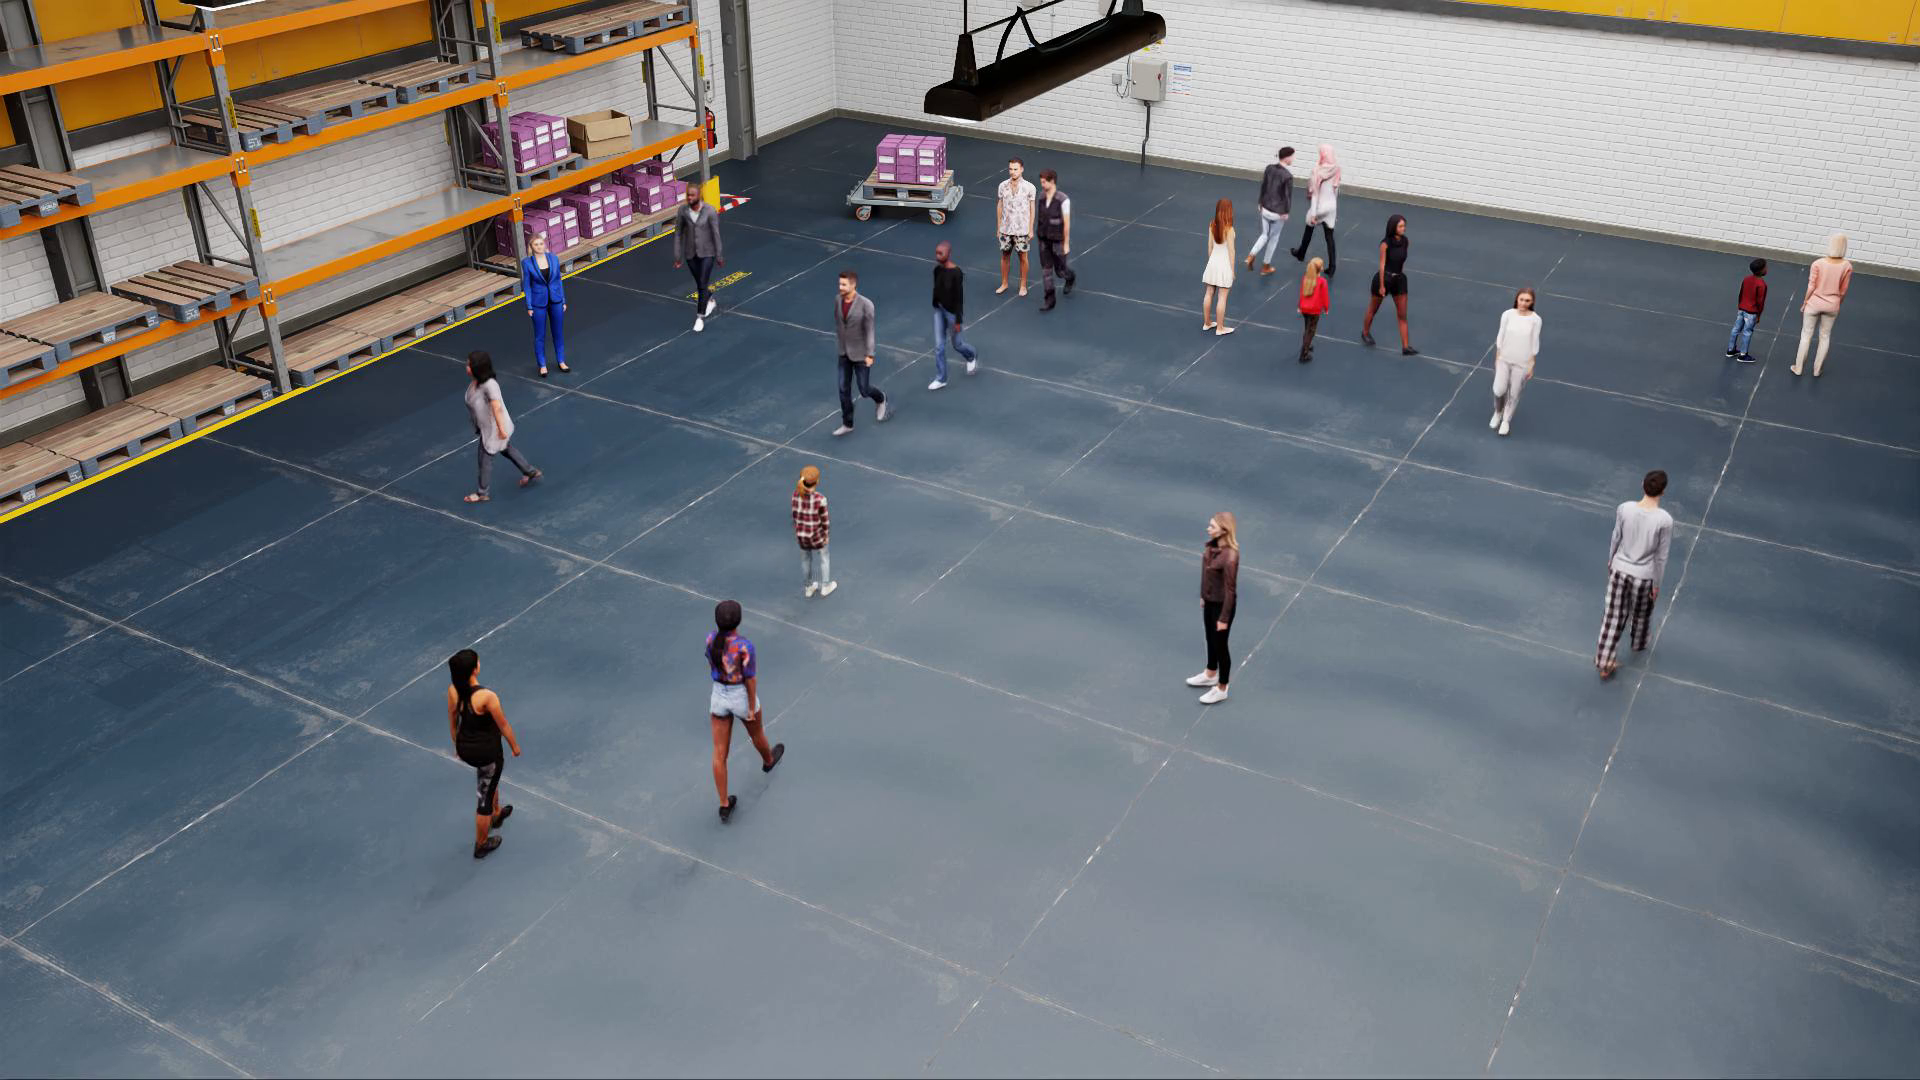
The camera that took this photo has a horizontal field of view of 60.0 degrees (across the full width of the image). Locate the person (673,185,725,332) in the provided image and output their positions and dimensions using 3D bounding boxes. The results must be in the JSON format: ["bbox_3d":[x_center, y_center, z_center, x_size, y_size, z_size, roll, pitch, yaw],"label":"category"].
[{"bbox_3d":[-3.247,-3.599,20.935,0.968,1.772,1.253,6,29,11],"label":"person"}]

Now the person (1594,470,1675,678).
[{"bbox_3d":[5.516,0.320,13.701,0.777,1.819,1.092,22,36,35],"label":"person"}]

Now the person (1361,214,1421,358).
[{"bbox_3d":[5.112,-3.082,20.080,1.190,1.682,1.102,-14,32,-24],"label":"person"}]

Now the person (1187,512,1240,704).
[{"bbox_3d":[2.101,0.525,13.446,0.733,1.703,0.657,-5,29,-10],"label":"person"}]

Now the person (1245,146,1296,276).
[{"bbox_3d":[4.171,-4.387,22.337,0.918,1.813,0.847,-24,37,-37],"label":"person"}]

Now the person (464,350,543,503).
[{"bbox_3d":[-4.620,-1.182,16.712,1.136,1.574,1.012,-11,31,-20],"label":"person"}]

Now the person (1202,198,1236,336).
[{"bbox_3d":[3.225,-3.403,20.638,0.635,1.712,0.626,-21,35,-33],"label":"person"}]

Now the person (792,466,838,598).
[{"bbox_3d":[-1.364,-0.056,14.932,0.594,1.300,0.629,9,30,17],"label":"person"}]

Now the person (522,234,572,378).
[{"bbox_3d":[-4.851,-2.765,19.482,0.646,1.700,0.767,-16,33,-27],"label":"person"}]

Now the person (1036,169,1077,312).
[{"bbox_3d":[1.246,-3.875,21.397,0.712,1.815,1.016,17,33,29],"label":"person"}]

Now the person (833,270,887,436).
[{"bbox_3d":[-1.091,-2.045,17.999,0.697,1.856,0.975,17,33,28],"label":"person"}]

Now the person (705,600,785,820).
[{"bbox_3d":[-1.698,1.255,12.112,0.740,1.699,1.136,9,30,16],"label":"person"}]

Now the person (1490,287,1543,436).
[{"bbox_3d":[6.036,-1.965,18.039,0.629,1.676,0.612,12,31,21],"label":"person"}]

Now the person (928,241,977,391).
[{"bbox_3d":[-0.077,-2.608,19.165,0.663,1.728,1.037,20,34,32],"label":"person"}]

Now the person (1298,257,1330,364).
[{"bbox_3d":[4.168,-2.733,19.872,0.715,1.269,0.606,-22,36,-35],"label":"person"}]

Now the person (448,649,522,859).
[{"bbox_3d":[-3.415,1.518,11.687,0.602,1.645,0.787,14,31,23],"label":"person"}]

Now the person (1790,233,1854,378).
[{"bbox_3d":[10.079,-2.749,19.426,0.657,1.725,0.614,7,29,12],"label":"person"}]

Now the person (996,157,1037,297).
[{"bbox_3d":[0.730,-4.142,21.884,0.709,1.816,0.639,9,30,15],"label":"person"}]

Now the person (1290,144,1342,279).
[{"bbox_3d":[4.938,-4.383,22.411,1.248,1.735,1.213,-10,30,-18],"label":"person"}]

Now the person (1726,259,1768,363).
[{"bbox_3d":[9.470,-2.772,19.958,0.634,1.255,0.582,-9,30,-16],"label":"person"}]
